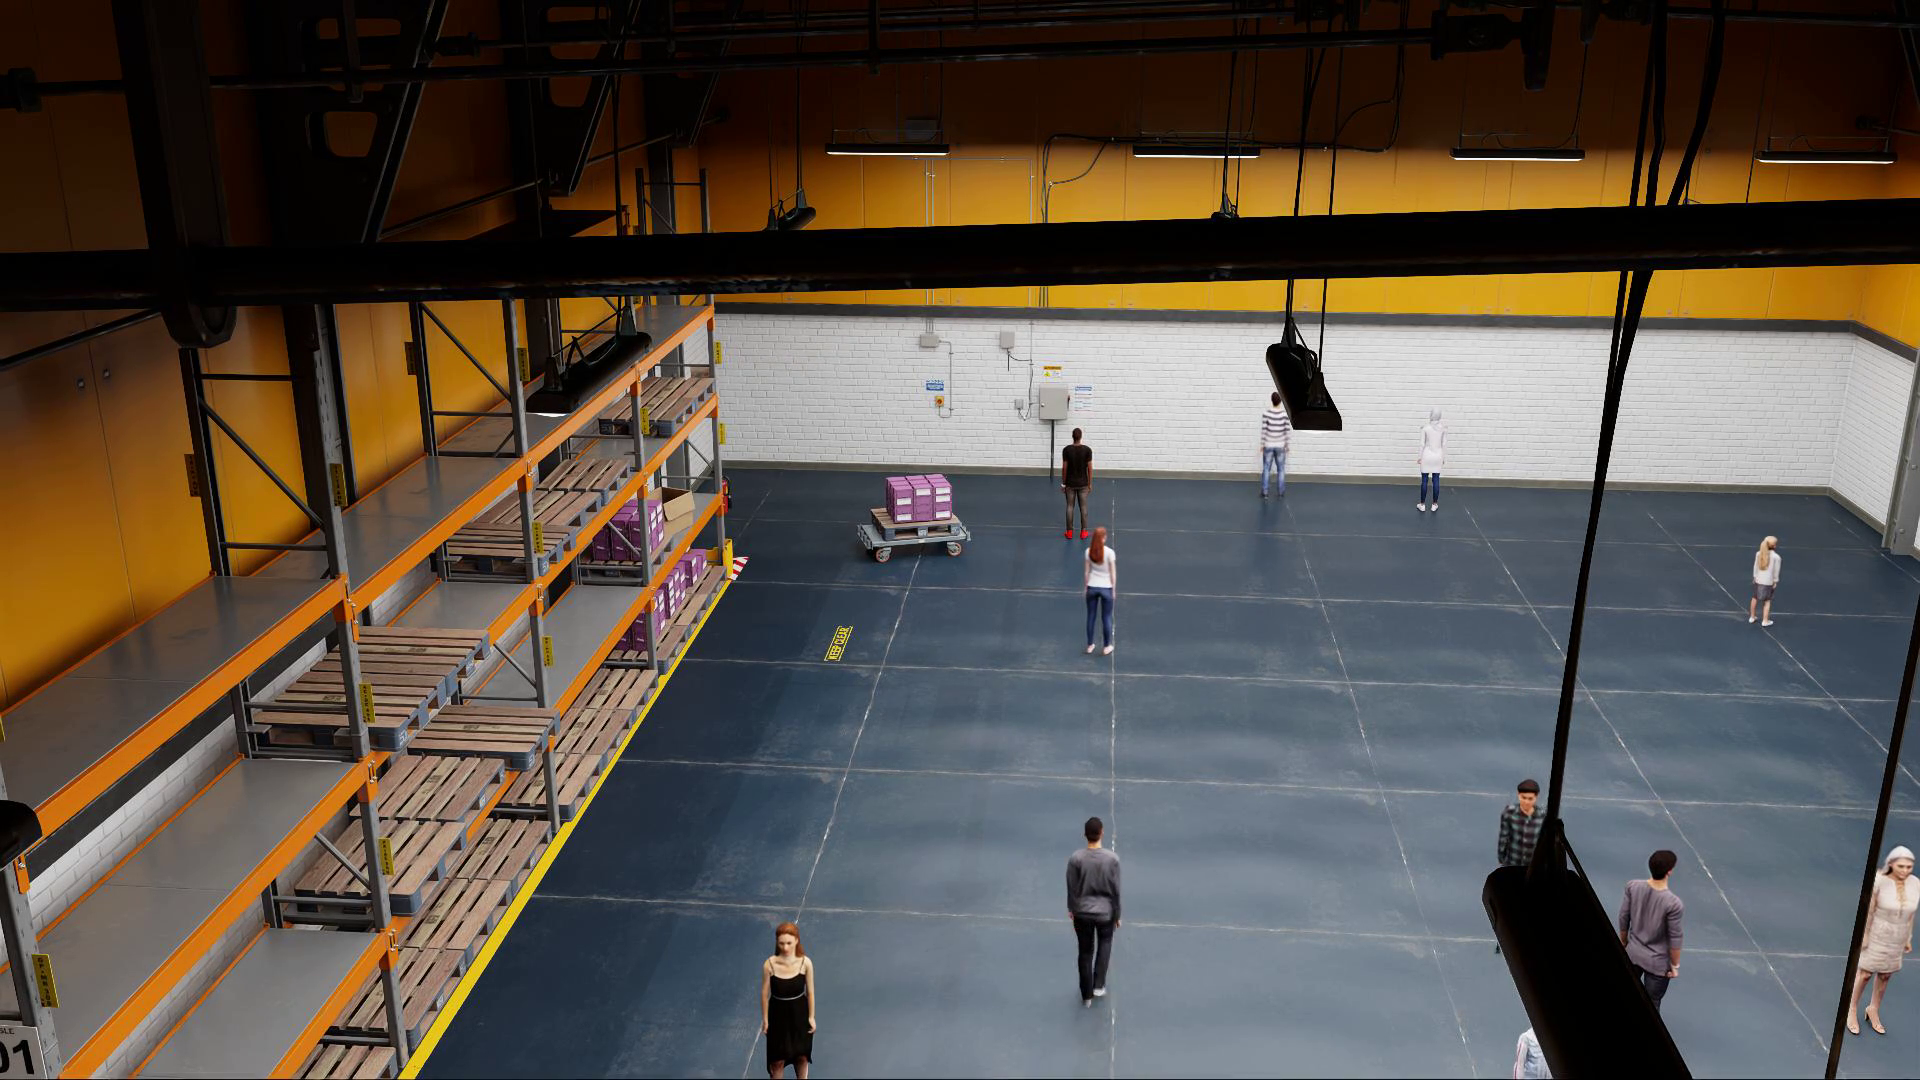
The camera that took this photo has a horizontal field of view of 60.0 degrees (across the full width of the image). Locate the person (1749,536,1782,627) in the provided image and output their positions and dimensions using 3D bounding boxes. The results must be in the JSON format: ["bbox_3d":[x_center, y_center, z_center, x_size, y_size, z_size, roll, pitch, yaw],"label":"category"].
[{"bbox_3d":[11.122,0.548,22.976,0.658,1.275,0.597,-15,23,-37],"label":"person"}]

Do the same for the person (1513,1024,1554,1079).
[{"bbox_3d":[4.333,4.066,12.553,0.529,1.261,0.556,-3,19,-10],"label":"person"}]

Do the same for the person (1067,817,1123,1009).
[{"bbox_3d":[1.149,3.233,14.259,0.635,1.750,0.587,1,19,3],"label":"person"}]

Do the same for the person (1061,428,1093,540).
[{"bbox_3d":[1.854,-0.908,26.469,0.629,1.805,0.514,1,19,4],"label":"person"}]

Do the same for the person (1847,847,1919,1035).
[{"bbox_3d":[7.748,3.349,13.940,0.612,1.735,0.567,0,19,0],"label":"person"}]

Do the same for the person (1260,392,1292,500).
[{"bbox_3d":[5.401,-1.629,28.540,0.665,1.849,0.537,3,19,9],"label":"person"}]

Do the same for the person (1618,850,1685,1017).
[{"bbox_3d":[5.644,3.385,13.649,0.791,1.851,0.715,-14,23,-35],"label":"person"}]

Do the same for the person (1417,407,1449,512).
[{"bbox_3d":[7.905,-1.360,27.858,0.605,1.776,0.514,2,19,6],"label":"person"}]

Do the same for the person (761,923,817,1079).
[{"bbox_3d":[-1.337,3.723,13.000,0.623,1.625,0.632,-3,19,-8],"label":"person"}]

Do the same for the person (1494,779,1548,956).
[{"bbox_3d":[5.259,2.962,15.422,0.854,1.688,1.053,7,20,20],"label":"person"}]

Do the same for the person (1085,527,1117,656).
[{"bbox_3d":[1.835,0.663,21.908,0.605,1.738,0.590,6,20,18],"label":"person"}]
